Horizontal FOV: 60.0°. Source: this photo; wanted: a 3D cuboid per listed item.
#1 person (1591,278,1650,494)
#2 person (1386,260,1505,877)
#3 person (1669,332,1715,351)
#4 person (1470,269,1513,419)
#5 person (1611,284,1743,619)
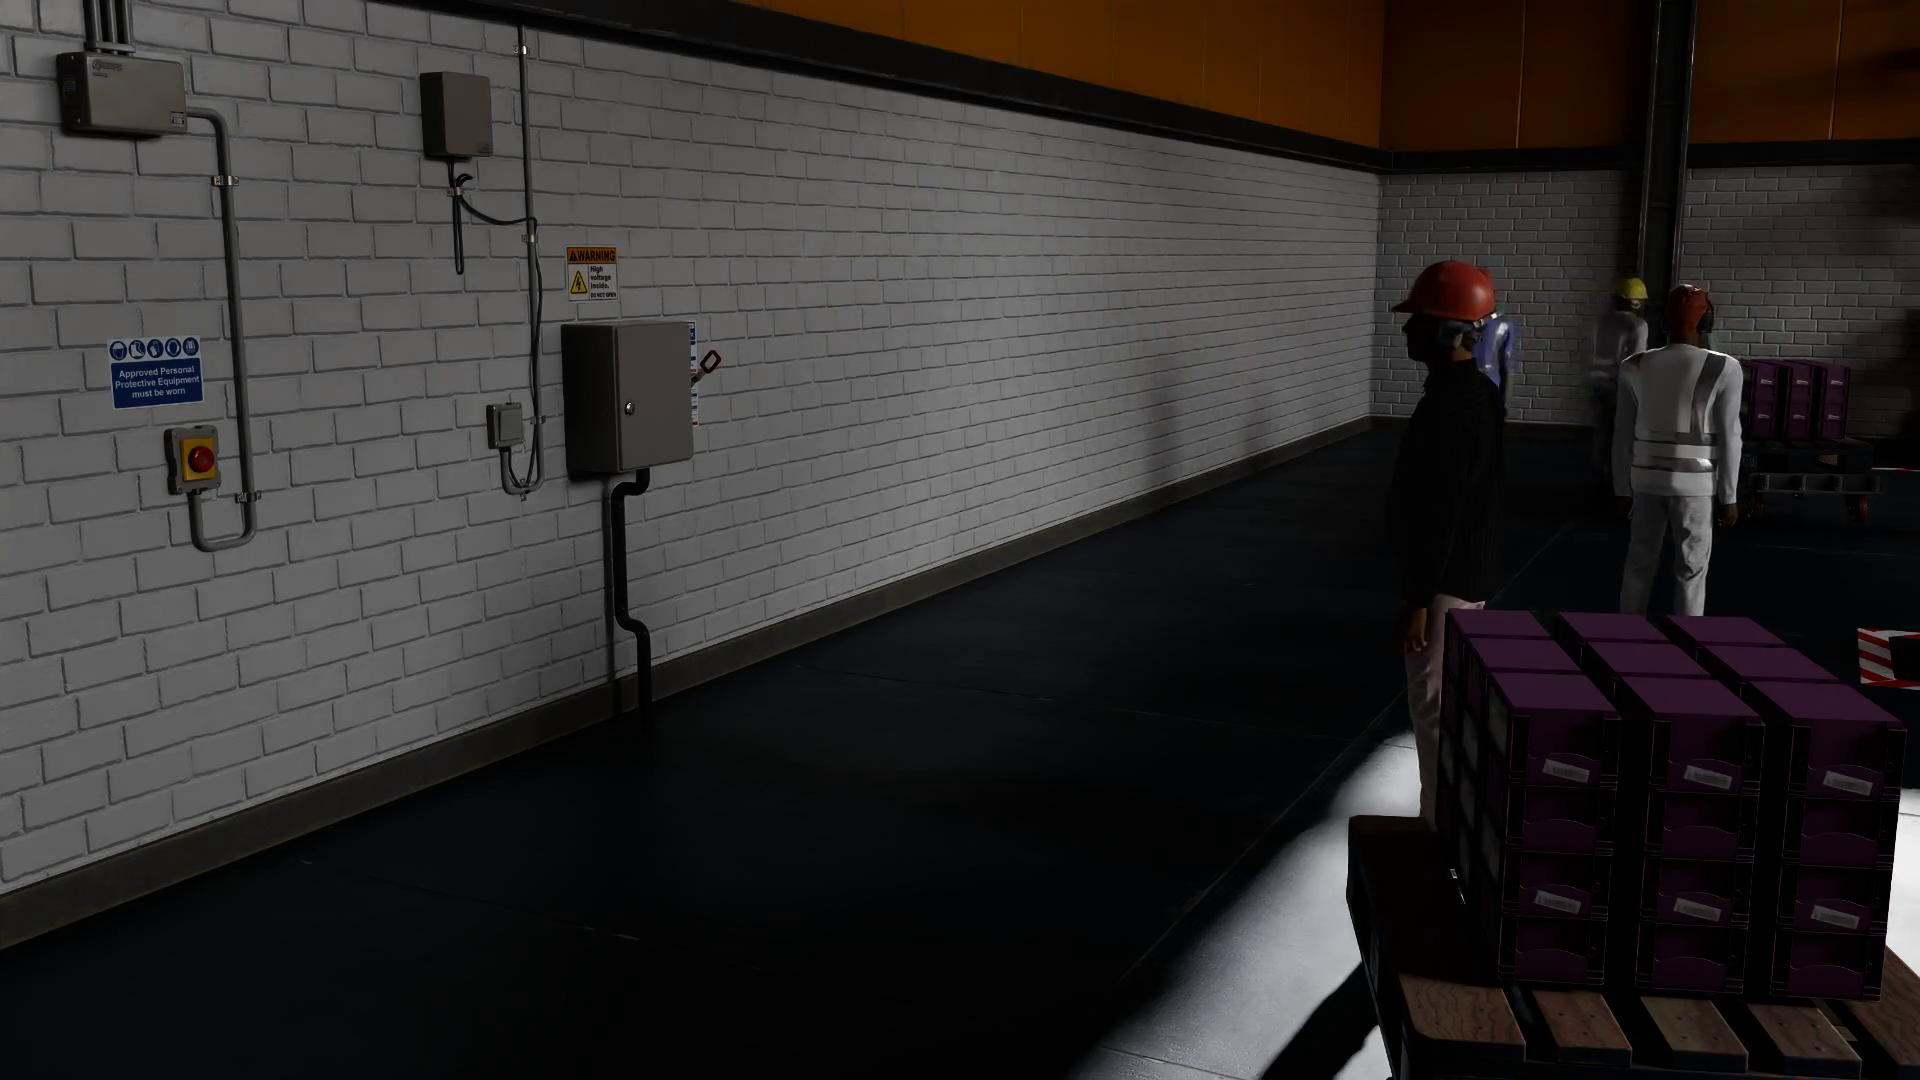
[{"bbox_3d":[5.488,-1.266,13.837,0.427,1.815,0.608,-4,11,-24],"label":"person"},{"bbox_3d":[1.514,0.128,5.259,0.375,1.997,0.612,5,11,27],"label":"person"},{"bbox_3d":[6.657,-1.383,15.103,0.461,1.612,0.539,-4,11,-23],"label":"person"},{"bbox_3d":[3.810,-1.058,12.415,0.573,1.891,0.929,1,10,8],"label":"person"},{"bbox_3d":[3.312,-0.238,7.729,0.347,1.879,0.579,-9,13,-42],"label":"person"}]
